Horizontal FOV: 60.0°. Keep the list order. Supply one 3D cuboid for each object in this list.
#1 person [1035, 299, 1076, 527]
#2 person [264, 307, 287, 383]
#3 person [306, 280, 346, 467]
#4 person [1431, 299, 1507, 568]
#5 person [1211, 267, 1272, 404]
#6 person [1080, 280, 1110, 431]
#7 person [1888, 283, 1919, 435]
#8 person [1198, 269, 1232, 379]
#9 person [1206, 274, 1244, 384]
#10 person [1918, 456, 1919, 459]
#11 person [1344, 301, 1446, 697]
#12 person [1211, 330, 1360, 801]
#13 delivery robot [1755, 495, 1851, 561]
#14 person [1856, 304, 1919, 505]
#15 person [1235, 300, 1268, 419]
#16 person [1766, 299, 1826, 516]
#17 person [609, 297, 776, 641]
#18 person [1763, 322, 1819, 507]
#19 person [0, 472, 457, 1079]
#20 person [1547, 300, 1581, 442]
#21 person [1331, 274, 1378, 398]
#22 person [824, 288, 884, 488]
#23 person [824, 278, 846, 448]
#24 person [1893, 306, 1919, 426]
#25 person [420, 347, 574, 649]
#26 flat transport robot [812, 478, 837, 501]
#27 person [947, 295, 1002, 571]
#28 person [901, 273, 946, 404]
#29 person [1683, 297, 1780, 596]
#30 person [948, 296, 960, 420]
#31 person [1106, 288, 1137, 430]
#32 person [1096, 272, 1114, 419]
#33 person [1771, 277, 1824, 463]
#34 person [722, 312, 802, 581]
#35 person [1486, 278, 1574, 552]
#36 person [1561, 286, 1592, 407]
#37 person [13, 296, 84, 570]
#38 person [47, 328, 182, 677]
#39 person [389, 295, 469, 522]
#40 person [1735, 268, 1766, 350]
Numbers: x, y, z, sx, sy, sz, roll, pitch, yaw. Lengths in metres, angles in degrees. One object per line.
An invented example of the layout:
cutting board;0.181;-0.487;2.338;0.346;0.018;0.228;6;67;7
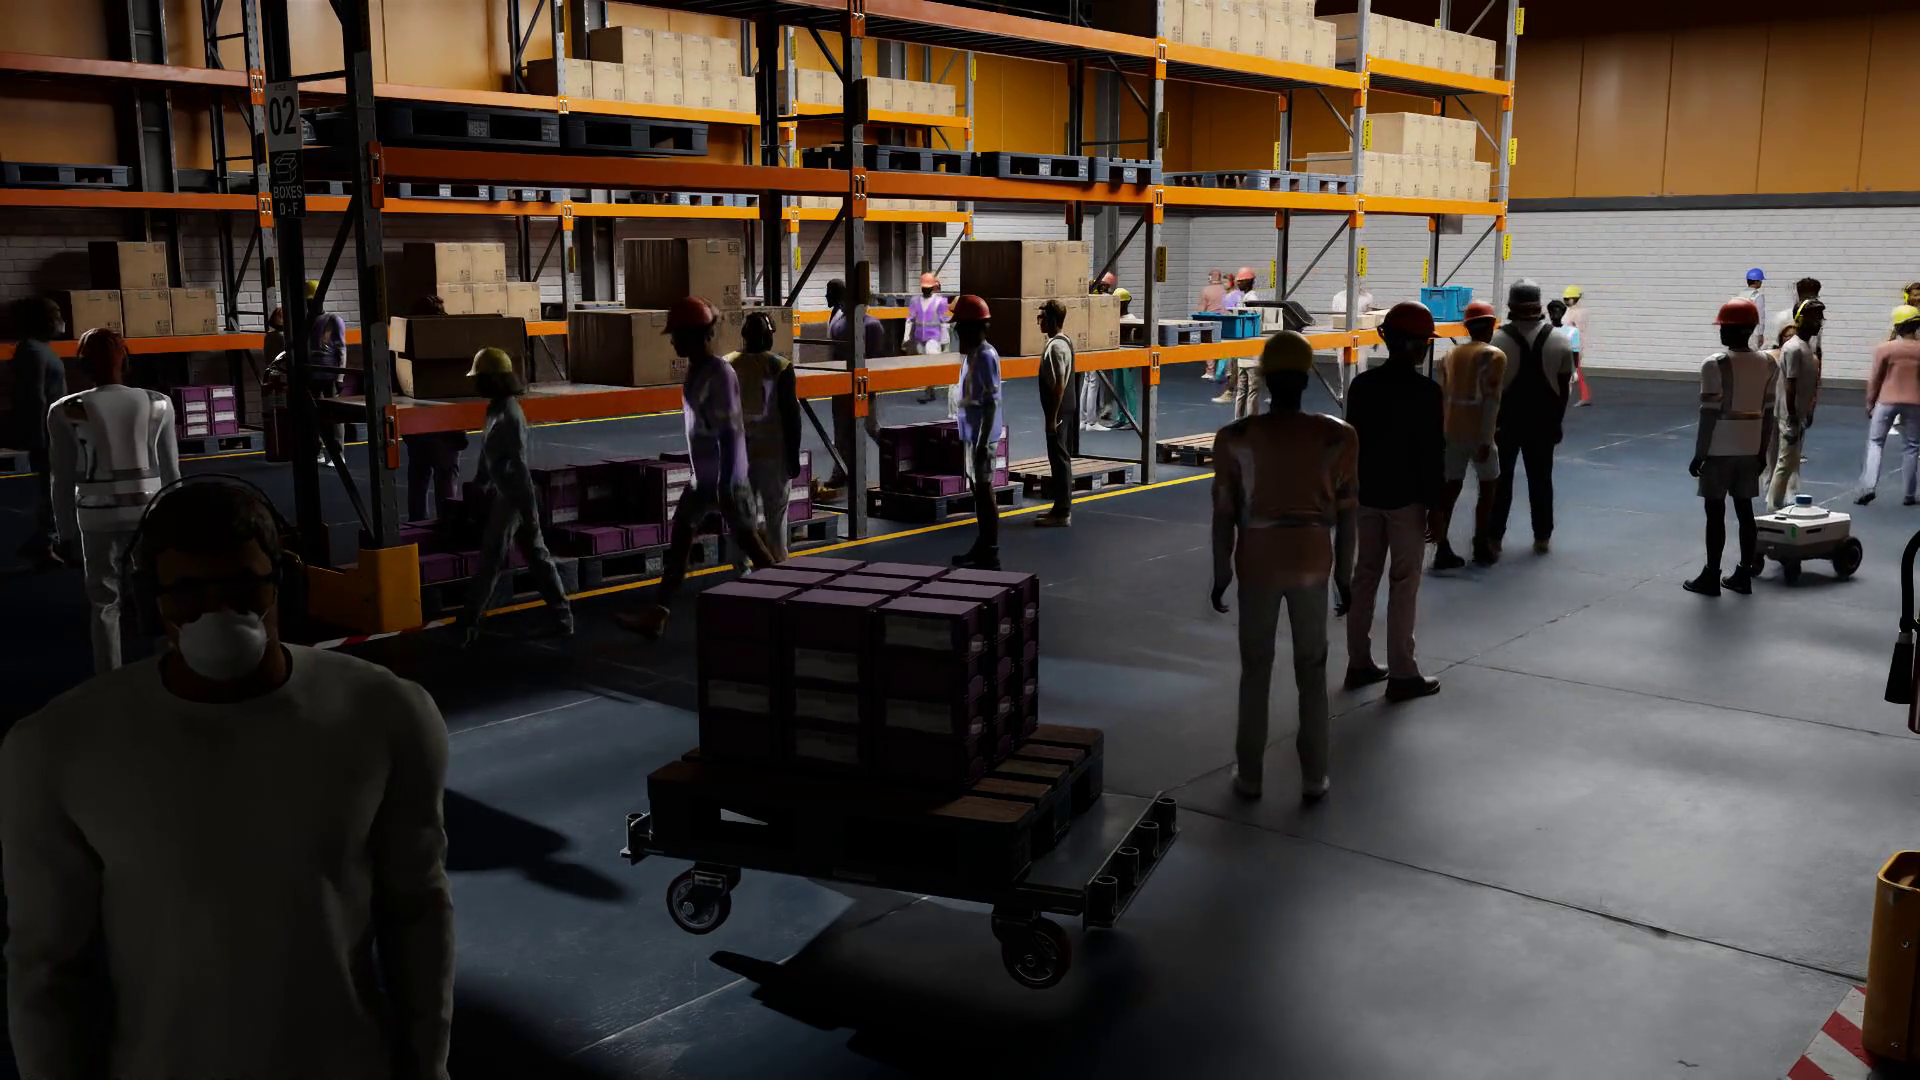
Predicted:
person;0.773;-1.024;13.496;0.327;1.844;0.514;2;10;8
person;-7.272;-1.684;17.883;0.493;1.626;0.286;6;12;31
person;-6.605;-1.711;17.169;0.587;1.928;0.362;3;10;17
person;3.603;-0.749;11.776;0.709;1.889;0.558;-8;13;-37
person;4.234;-2.945;24.060;1.053;1.989;0.613;2;10;10
person;1.659;-2.269;20.545;0.328;1.862;0.510;-3;10;-15
person;11.361;-2.141;19.886;0.521;1.838;0.852;-1;10;-4
person;4.431;-3.718;28.725;0.688;1.886;0.468;-3;10;-14
person;4.381;-3.488;27.598;0.861;1.809;0.604;-3;10;-17
person;10.553;-1.785;17.654;0.654;1.906;0.407;6;11;29
person;2.218;-0.211;8.447;0.398;1.989;0.621;-6;12;-32
person;1.319;0.112;6.798;0.592;1.924;0.384;1;10;4
delivery robot;5.794;-0.068;11.457;0.707;0.478;0.477;-6;12;-31
person;8.263;-1.166;14.542;0.653;1.766;0.484;2;10;14
person;3.528;-2.086;20.153;0.313;1.633;0.516;-6;11;-29
person;6.486;-0.933;12.924;0.315;1.864;0.528;6;11;29
person;-1.481;-0.378;9.448;1.110;1.965;0.664;-5;11;-28
person;7.153;-1.079;14.472;0.528;1.606;0.777;5;11;27
person;-1.065;0.856;2.526;0.628;1.939;0.375;-6;11;-29
person;6.818;-1.907;19.067;0.538;1.652;0.858;3;10;17
person;5.934;-3.034;24.929;0.758;1.896;0.485;4;11;24
person;-0.953;-1.468;15.834;0.630;1.915;0.895;6;12;32
person;-1.311;-1.955;18.586;0.373;1.917;0.595;-3;10;-17
person;12.070;-2.251;21.124;0.539;1.615;0.537;-10;14;-43
person;-2.631;-0.233;9.418;0.901;1.698;0.503;-4;11;-21
flat transport robot;-1.800;-0.407;14.458;0.652;0.197;1.431;8;13;39
person;0.099;-0.734;11.588;0.376;1.932;0.551;-1;10;-8
person;-0.532;-2.920;24.165;0.605;1.875;1.005;4;11;21
person;5.003;-0.602;10.829;0.552;1.935;0.364;-2;10;-13
person;-0.009;-2.381;21.829;0.265;1.630;0.508;-2;10;-13
person;2.015;-2.244;20.699;0.341;1.760;0.526;-4;11;-23
person;1.892;-2.587;22.153;0.669;1.943;1.003;1;10;8
person;8.792;-1.777;17.467;0.638;1.951;0.420;-3;11;-19
person;-1.309;-0.571;10.929;0.626;1.844;0.429;4;11;22
person;4.162;-0.927;12.387;0.684;2.000;0.536;0;10;3
person;8.617;-2.726;23.544;0.875;1.724;0.532;0;10;0
person;-6.323;-0.729;11.594;0.430;1.926;0.633;-5;11;-27
person;-4.052;-0.080;8.032;0.579;1.878;0.345;-8;13;-40
person;-3.899;-0.856;12.367;0.650;1.906;0.401;5;11;27
person;12.007;-3.148;25.297;0.391;1.948;0.605;-2;10;-14
